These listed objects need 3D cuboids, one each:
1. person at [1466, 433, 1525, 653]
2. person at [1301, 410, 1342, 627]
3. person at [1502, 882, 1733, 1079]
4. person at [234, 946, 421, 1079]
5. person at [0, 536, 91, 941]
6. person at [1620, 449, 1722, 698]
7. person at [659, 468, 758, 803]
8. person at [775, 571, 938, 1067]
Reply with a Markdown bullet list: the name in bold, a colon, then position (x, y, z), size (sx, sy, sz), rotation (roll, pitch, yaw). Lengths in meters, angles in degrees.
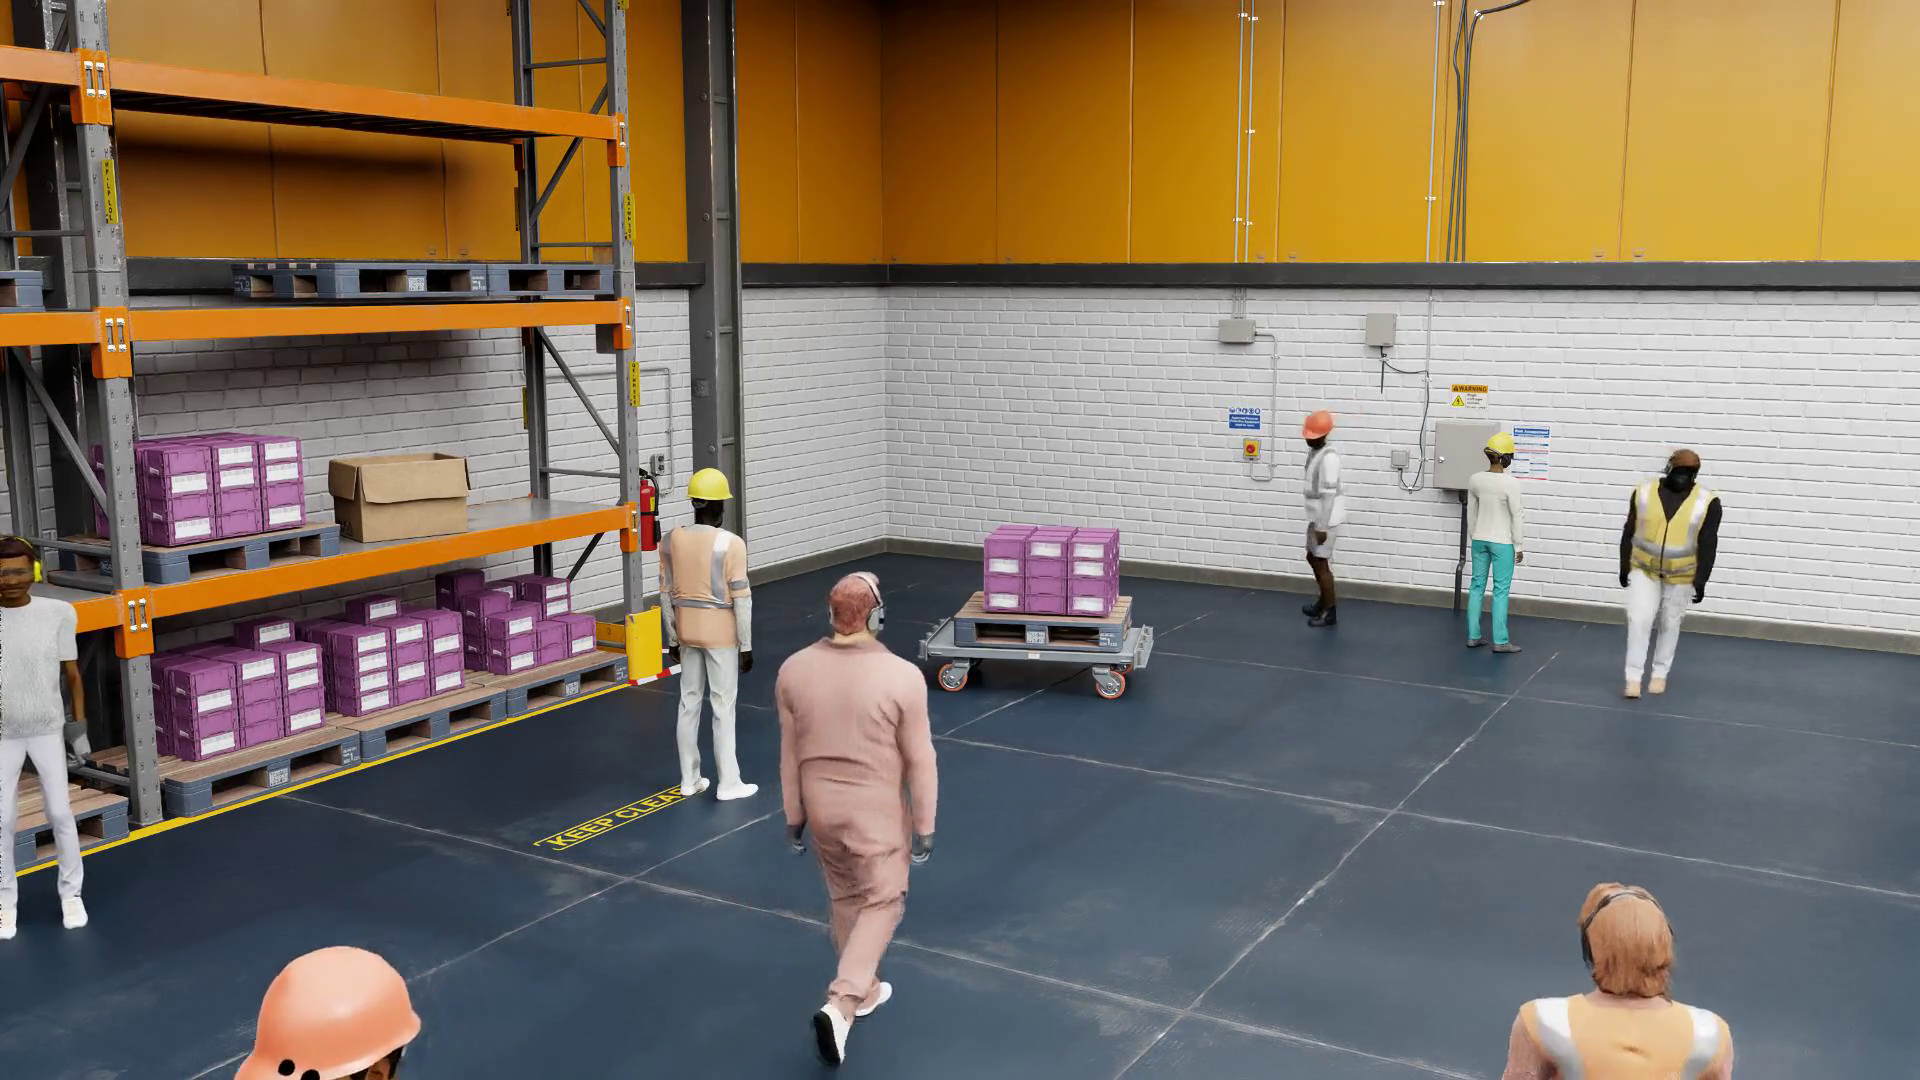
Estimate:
- **person**: position (4.295, 0.023, 13.335), size (0.308, 1.769, 0.525), rotation (-6, 11, -34)
- **person**: position (3.090, -0.191, 14.291), size (0.500, 1.887, 0.654), rotation (-1, 9, -5)
- **person**: position (1.545, 1.600, 4.017), size (0.533, 1.588, 0.853), rotation (1, 9, 5)
- **person**: position (-0.941, 1.607, 3.038), size (0.552, 1.909, 0.877), rotation (8, 12, 42)
- **person**: position (-4.280, 0.894, 7.620), size (0.517, 1.860, 0.317), rotation (-5, 10, -26)
- **person**: position (5.019, 0.249, 11.820), size (0.662, 1.803, 0.727), rotation (5, 10, 28)
- **person**: position (-1.440, 0.548, 9.557), size (0.590, 1.927, 0.367), rotation (4, 10, 24)
- **person**: position (-0.415, 1.065, 6.485), size (0.651, 1.881, 0.812), rotation (4, 10, 23)
